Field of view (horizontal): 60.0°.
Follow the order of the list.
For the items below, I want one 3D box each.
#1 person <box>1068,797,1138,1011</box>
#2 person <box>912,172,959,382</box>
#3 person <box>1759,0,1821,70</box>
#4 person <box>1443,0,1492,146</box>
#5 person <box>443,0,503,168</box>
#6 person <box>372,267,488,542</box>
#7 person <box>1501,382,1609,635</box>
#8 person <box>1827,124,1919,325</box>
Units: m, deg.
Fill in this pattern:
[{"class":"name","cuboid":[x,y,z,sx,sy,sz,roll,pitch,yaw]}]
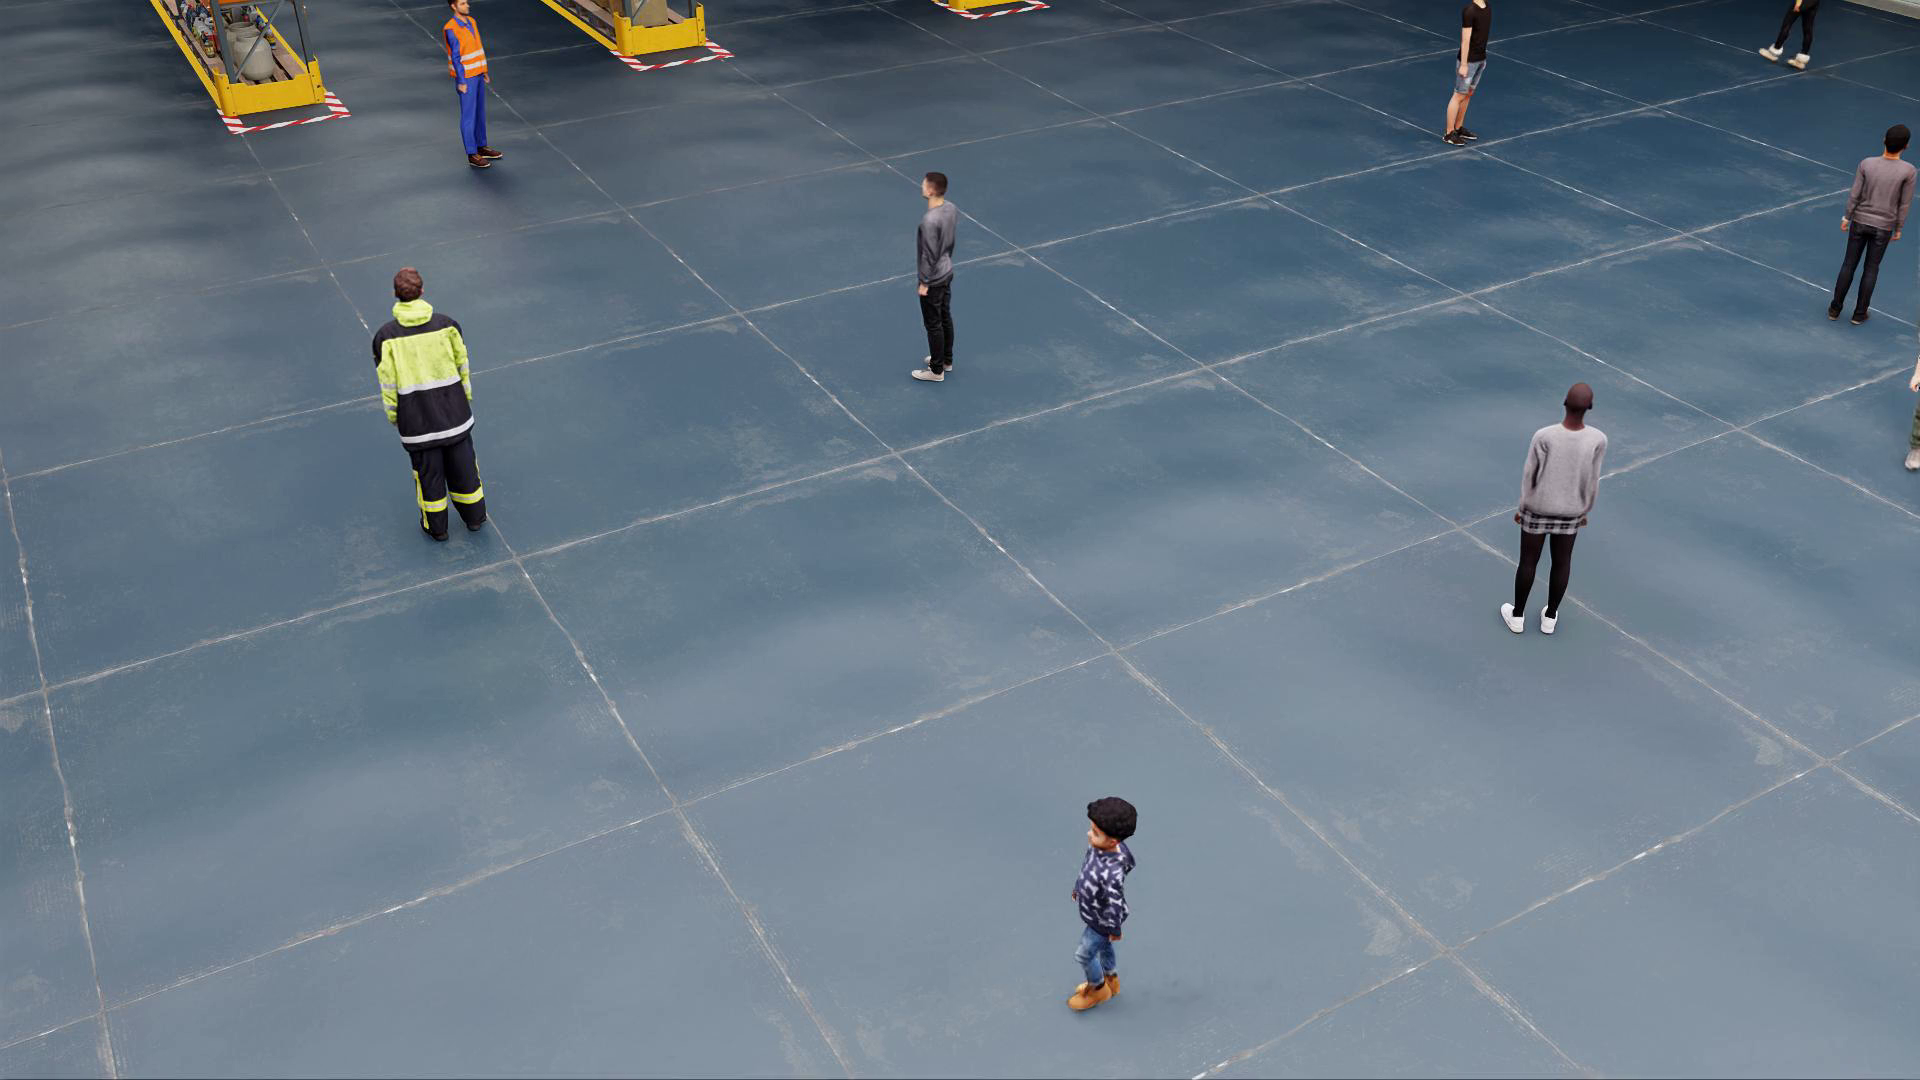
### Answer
[{"class":"person","cuboid":[0.725,1.729,7.912,0.642,1.241,0.558,-3,32,-5]},{"class":"person","cuboid":[-0.192,-2.155,13.580,0.729,1.761,0.702,14,35,21]},{"class":"person","cuboid":[10.785,-6.796,21.051,0.715,1.640,0.935,-12,34,-18]},{"class":"person","cuboid":[5.715,-5.393,18.634,0.678,1.847,0.734,25,40,33]},{"class":"person","cuboid":[-5.315,-5.013,18.015,0.835,1.864,0.771,8,33,12]},{"class":"person","cuboid":[-3.650,-0.933,11.437,0.764,1.982,0.620,-18,37,-26]},{"class":"person","cuboid":[3.740,-0.193,10.460,0.701,1.772,0.730,4,32,6]},{"class":"person","cuboid":[7.961,-2.752,14.522,0.626,1.768,0.774,8,33,12]}]
